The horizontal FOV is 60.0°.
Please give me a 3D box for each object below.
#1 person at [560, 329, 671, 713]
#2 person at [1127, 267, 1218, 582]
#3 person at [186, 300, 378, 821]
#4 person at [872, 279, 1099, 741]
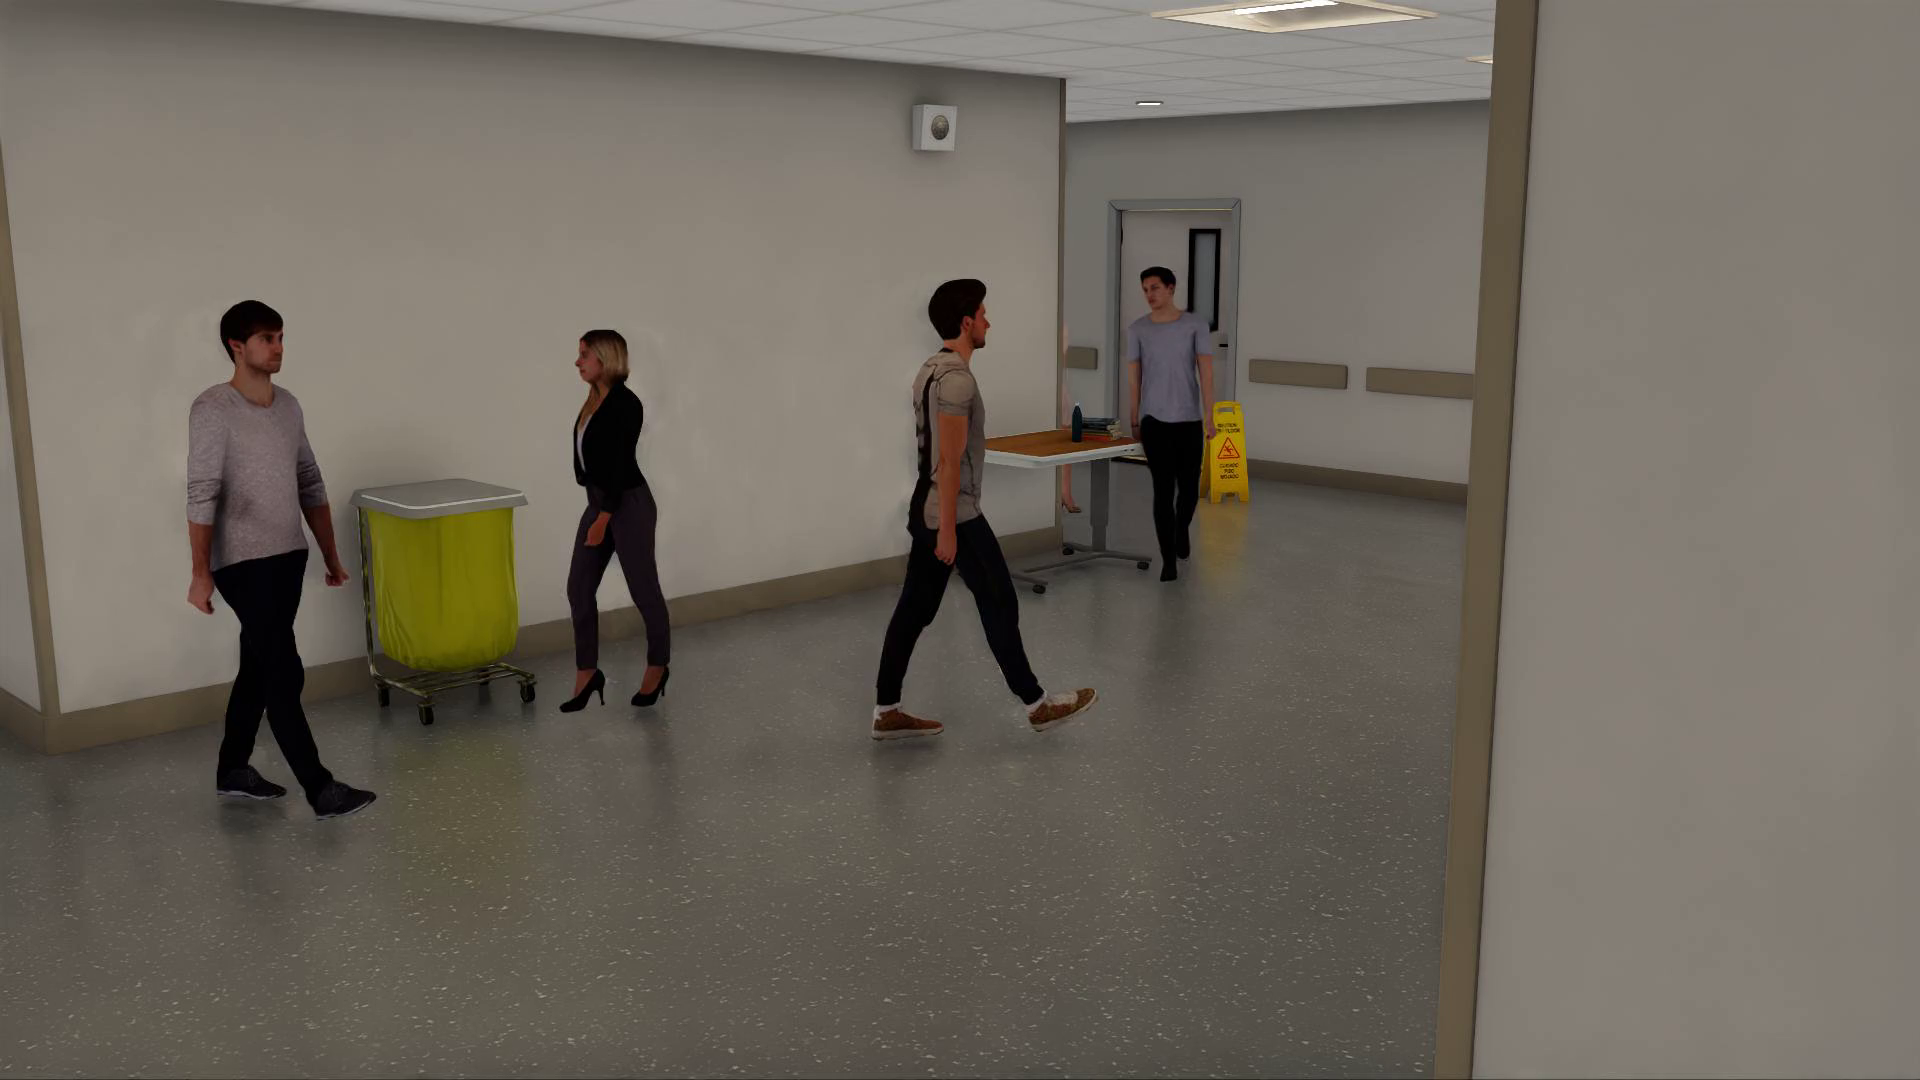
[{"bbox_3d":[-1.386,-0.070,7.175,0.638,1.648,0.663,-10,15,-43],"label":"person"},{"bbox_3d":[1.285,-0.694,9.997,1.194,1.821,1.185,1,11,5],"label":"person"},{"bbox_3d":[-2.563,0.089,5.900,1.169,1.811,1.013,3,11,16],"label":"person"},{"bbox_3d":[-0.134,-0.068,6.622,1.102,1.850,1.180,-2,11,-13],"label":"person"}]
